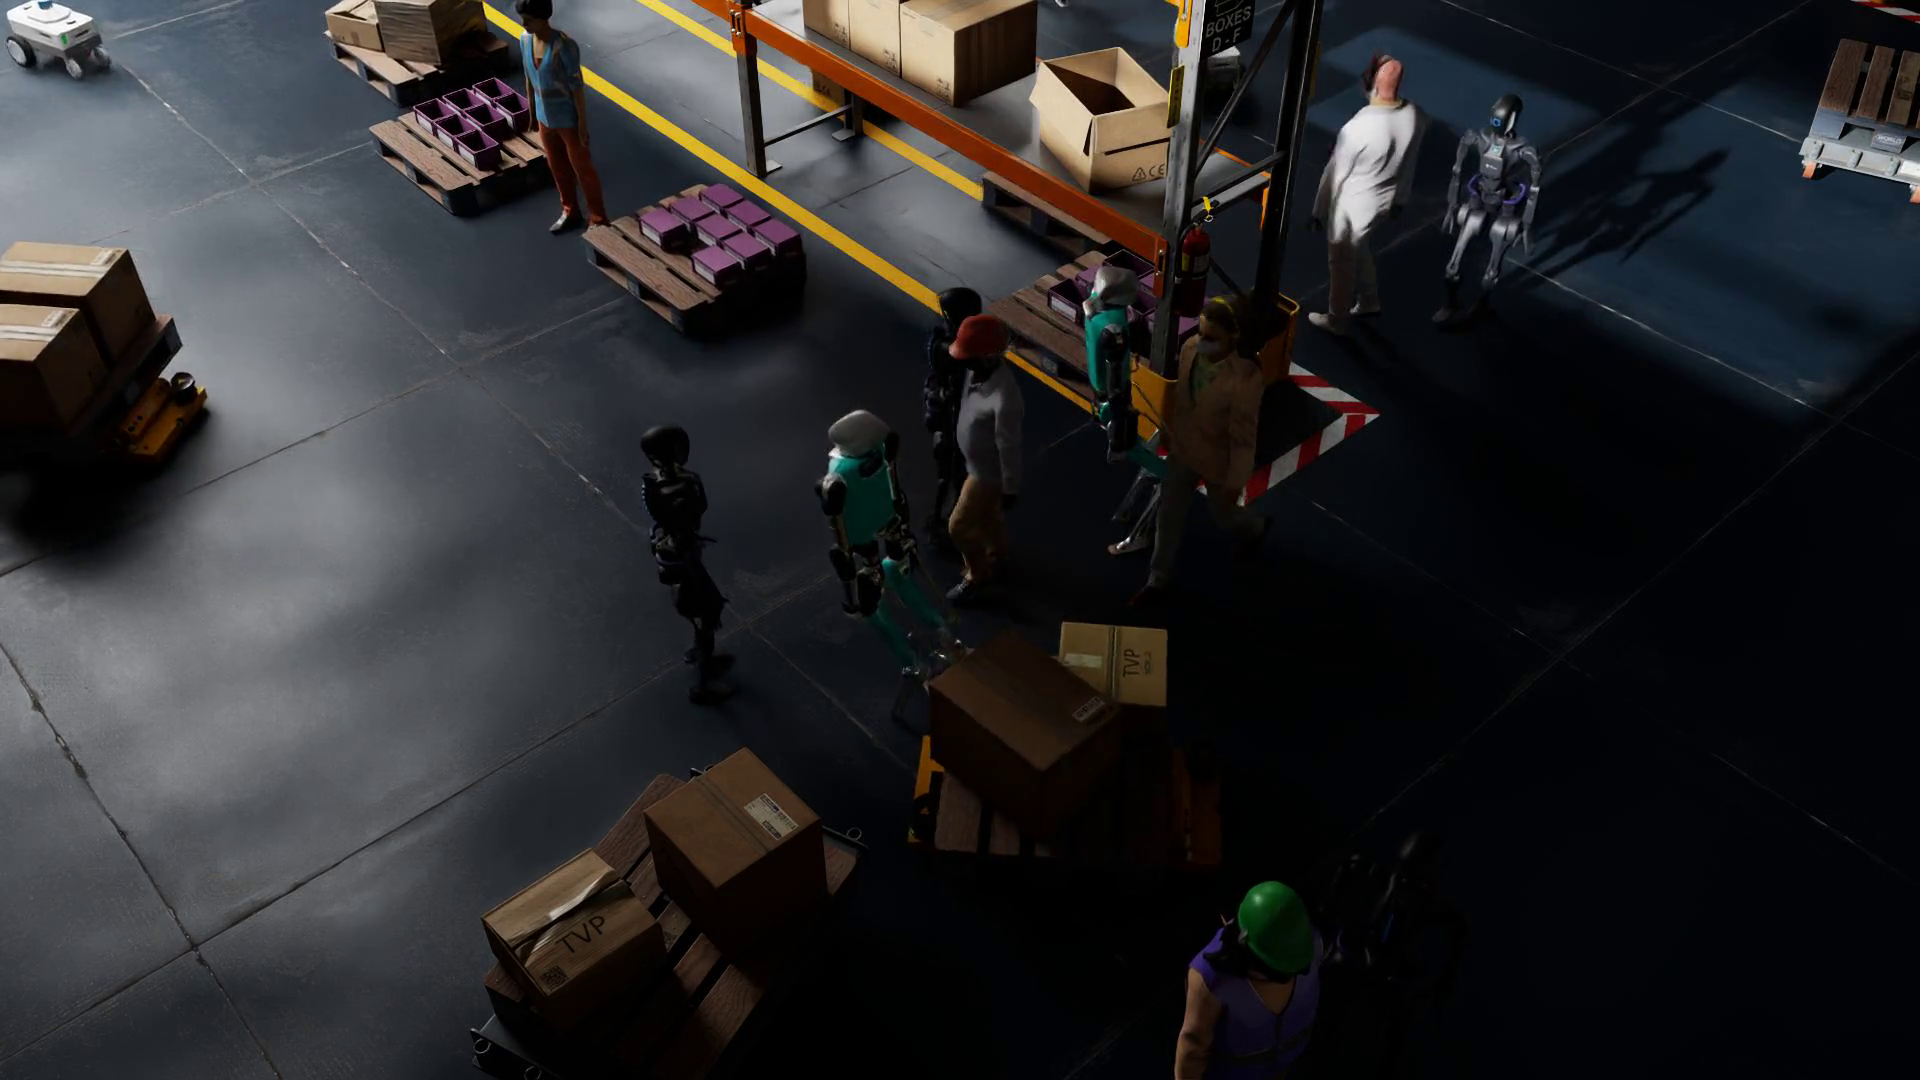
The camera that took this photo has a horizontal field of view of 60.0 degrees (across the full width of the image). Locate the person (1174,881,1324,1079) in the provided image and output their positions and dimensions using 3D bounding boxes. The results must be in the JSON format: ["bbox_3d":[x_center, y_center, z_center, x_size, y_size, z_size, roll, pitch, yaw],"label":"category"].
[{"bbox_3d":[0.992,1.811,5.897,0.543,1.929,0.415,-20,46,-20],"label":"person"}]

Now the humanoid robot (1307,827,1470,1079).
[{"bbox_3d":[1.587,1.604,6.330,0.600,1.651,0.607,25,48,24],"label":"humanoid robot"}]

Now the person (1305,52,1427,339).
[{"bbox_3d":[2.424,-2.064,10.139,0.649,1.892,0.450,-27,49,-27],"label":"person"}]

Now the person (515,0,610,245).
[{"bbox_3d":[-2.660,-2.809,11.053,0.506,1.756,0.321,22,47,22],"label":"person"}]

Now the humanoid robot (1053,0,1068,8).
[{"bbox_3d":[0.838,-5.235,13.712,0.551,1.770,0.801,0,43,0],"label":"humanoid robot"}]

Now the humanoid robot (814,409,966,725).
[{"bbox_3d":[-0.233,0.259,7.775,0.772,1.843,0.531,23,47,23],"label":"humanoid robot"}]

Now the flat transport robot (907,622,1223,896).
[{"bbox_3d":[0.502,1.201,7.789,1.431,0.231,0.659,4,43,4],"label":"flat transport robot"}]

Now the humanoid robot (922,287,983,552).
[{"bbox_3d":[-0.054,-0.646,8.758,0.368,1.647,0.586,-2,43,-2],"label":"humanoid robot"}]

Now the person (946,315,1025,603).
[{"bbox_3d":[0.051,-0.411,8.457,0.536,1.728,0.589,-10,44,-11],"label":"person"}]

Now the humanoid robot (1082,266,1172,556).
[{"bbox_3d":[0.955,-0.650,8.738,0.688,1.816,0.531,-6,43,-6],"label":"humanoid robot"}]

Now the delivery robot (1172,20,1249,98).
[{"bbox_3d":[1.927,-3.796,13.002,0.499,0.579,0.774,-9,43,-10],"label":"delivery robot"}]

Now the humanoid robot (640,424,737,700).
[{"bbox_3d":[-1.285,0.118,7.919,0.345,1.648,0.599,-12,44,-13],"label":"humanoid robot"}]

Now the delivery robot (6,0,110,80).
[{"bbox_3d":[-7.237,-4.047,13.296,0.799,0.608,0.499,22,47,22],"label":"delivery robot"}]

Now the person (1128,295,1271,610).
[{"bbox_3d":[1.301,-0.469,8.444,0.867,1.846,0.566,-30,50,-28],"label":"person"}]

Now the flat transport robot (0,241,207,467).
[{"bbox_3d":[-5.341,-0.768,9.930,1.431,0.231,0.659,5,43,5],"label":"flat transport robot"}]

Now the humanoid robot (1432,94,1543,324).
[{"bbox_3d":[3.301,-2.015,10.258,0.603,1.633,0.527,26,49,26],"label":"humanoid robot"}]
